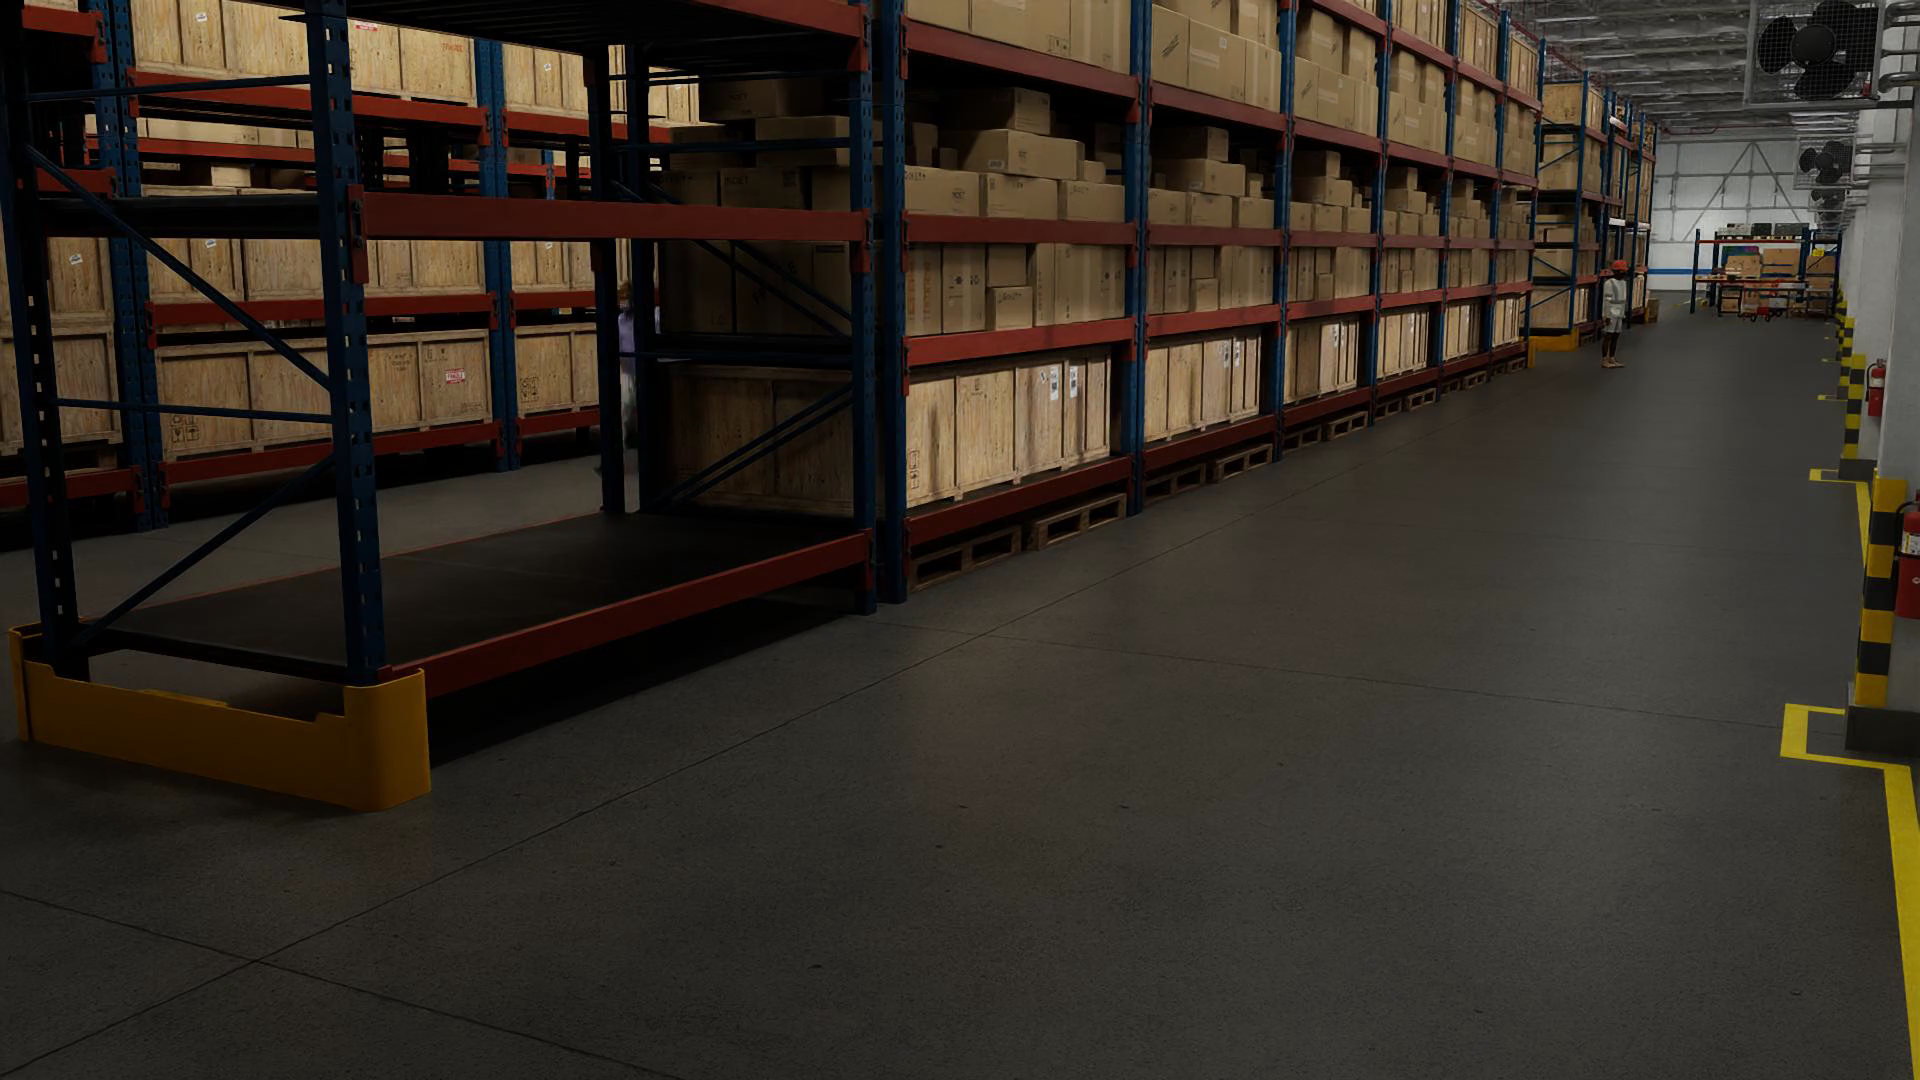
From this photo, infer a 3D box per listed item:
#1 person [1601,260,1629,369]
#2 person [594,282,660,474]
[{"bbox_3d":[12.408,-4.264,31.454,0.605,2.044,0.374,-7,12,-37],"label":"person"},{"bbox_3d":[-3.190,-1.554,16.228,0.640,1.888,0.974,5,11,26],"label":"person"}]
